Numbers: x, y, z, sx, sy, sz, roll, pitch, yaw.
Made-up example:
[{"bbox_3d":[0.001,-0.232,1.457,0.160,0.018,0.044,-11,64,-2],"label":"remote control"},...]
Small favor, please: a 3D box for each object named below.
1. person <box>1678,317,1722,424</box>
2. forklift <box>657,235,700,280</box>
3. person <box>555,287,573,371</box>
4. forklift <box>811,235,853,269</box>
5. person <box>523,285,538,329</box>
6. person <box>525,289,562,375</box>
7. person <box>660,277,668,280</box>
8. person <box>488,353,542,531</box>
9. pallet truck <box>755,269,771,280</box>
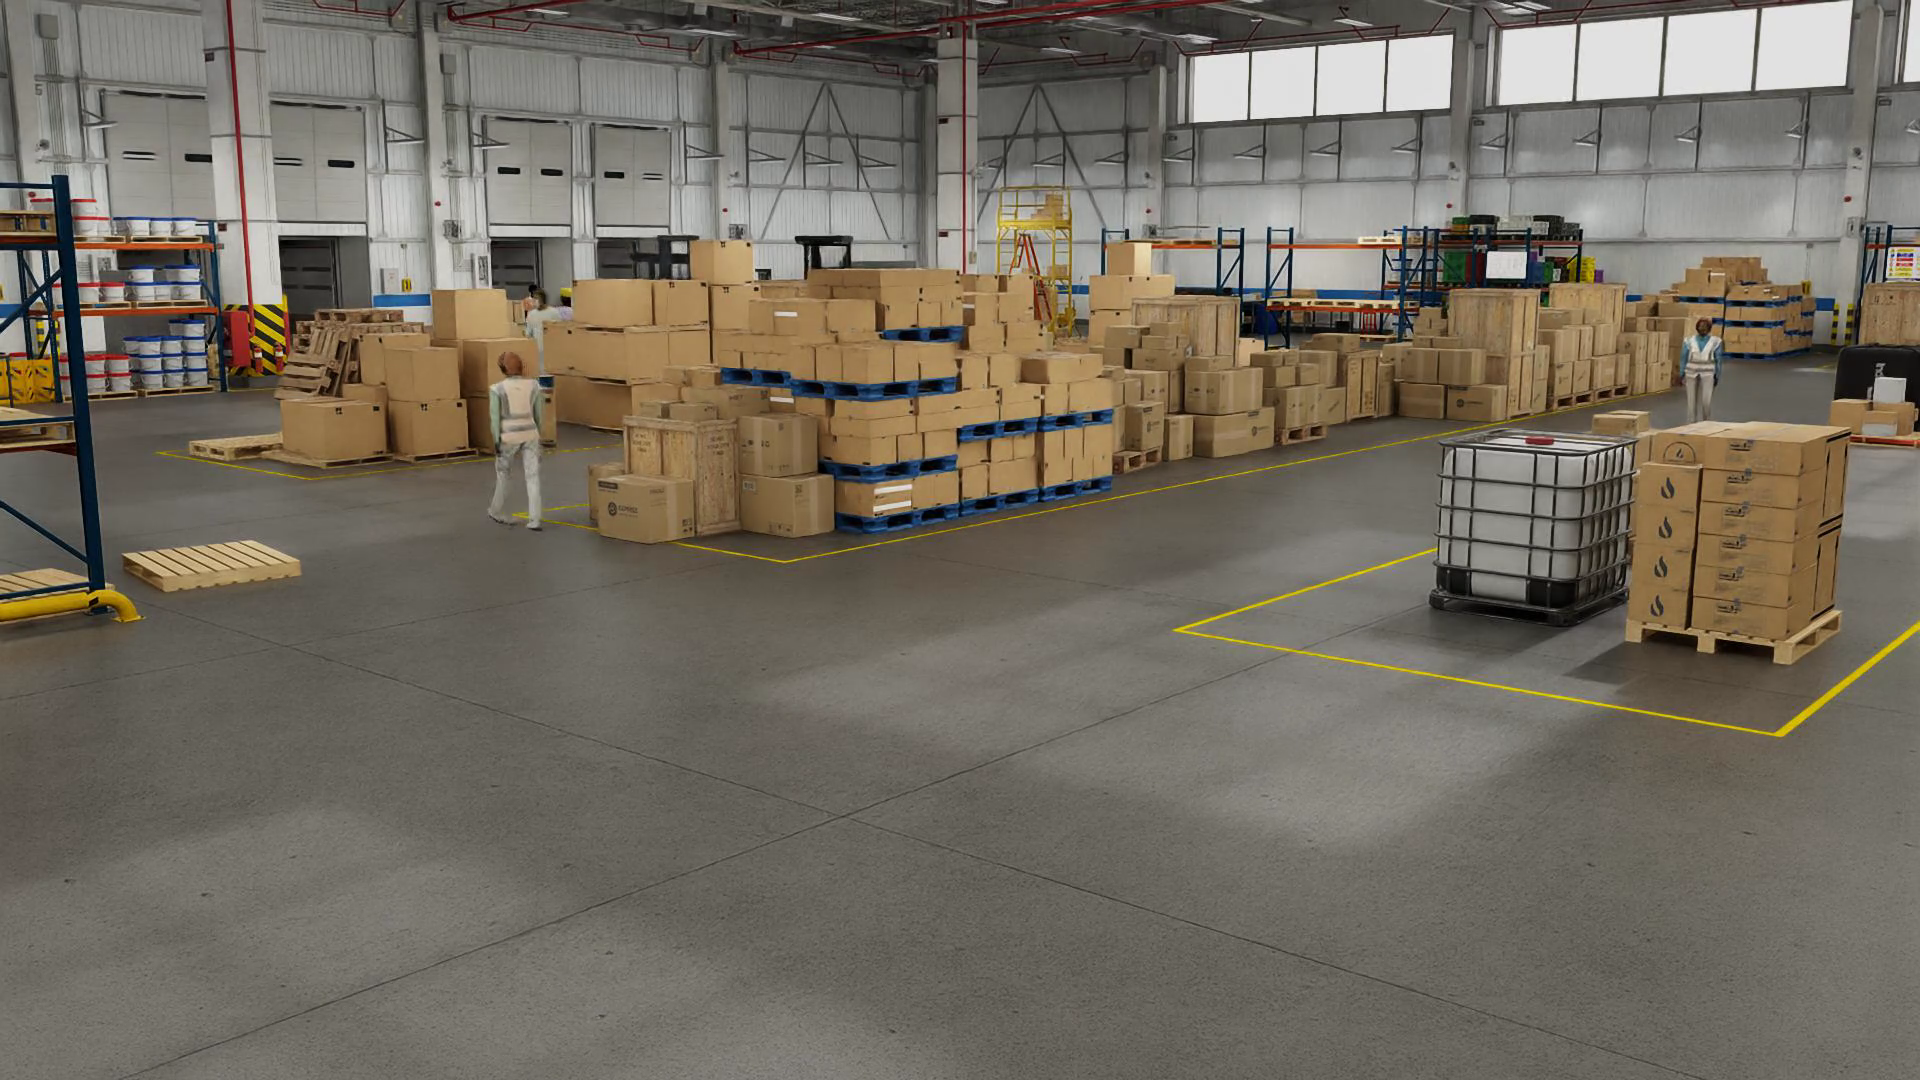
[{"bbox_3d":[9.974,-2.190,22.445,0.518,1.618,0.565,5,11,27],"label":"person"},{"bbox_3d":[-6.116,-5.275,36.425,1.873,2.768,1.129,8,13,40],"label":"forklift"},{"bbox_3d":[-6.384,-3.194,27.362,0.610,1.894,0.836,4,11,20],"label":"person"},{"bbox_3d":[-2.895,-5.503,37.724,1.129,2.768,1.873,2,10,13],"label":"forklift"},{"bbox_3d":[-9.999,-5.148,39.071,0.318,1.697,0.534,9,13,41],"label":"person"},{"bbox_3d":[-6.416,-2.877,25.500,0.659,1.921,0.509,5,11,28],"label":"person"},{"bbox_3d":[-6.379,-4.706,35.915,0.640,1.927,0.388,-5,11,-25],"label":"person"},{"bbox_3d":[-4.055,-0.902,15.170,0.525,1.596,0.836,-7,12,-33],"label":"person"},{"bbox_3d":[-4.996,-6.432,45.525,1.885,1.965,0.823,-6,12,-32],"label":"pallet truck"}]
